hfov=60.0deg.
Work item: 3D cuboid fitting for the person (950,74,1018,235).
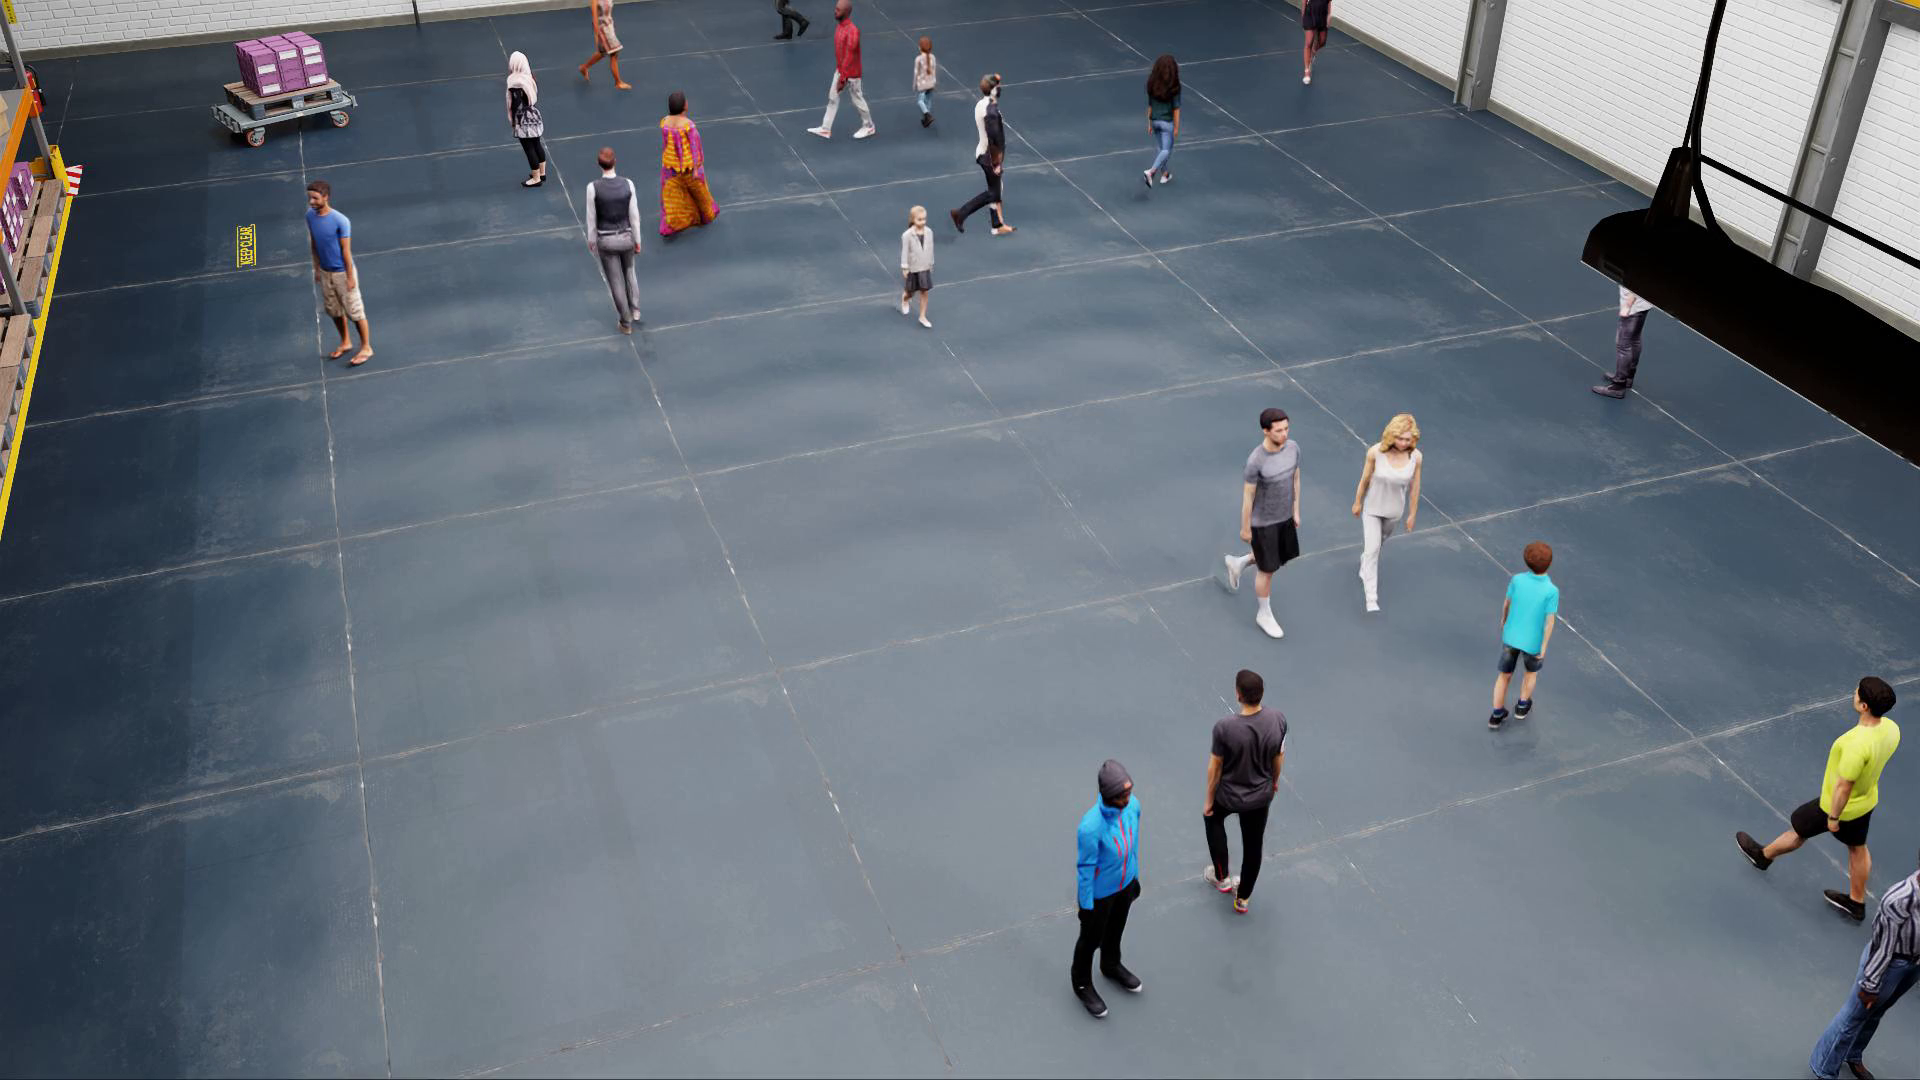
[{"bbox_3d":[0.267,-4.292,18.727,0.911,1.877,1.037,-4,34,-6],"label":"person"}]

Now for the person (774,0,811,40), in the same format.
[{"bbox_3d":[-2.565,-8.439,25.043,0.811,1.792,0.776,-6,34,-9],"label":"person"}]

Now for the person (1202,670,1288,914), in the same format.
[{"bbox_3d":[1.723,1.582,10.007,0.717,1.746,0.687,-5,34,-8],"label":"person"}]

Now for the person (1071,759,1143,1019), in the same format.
[{"bbox_3d":[0.816,1.934,9.433,0.692,1.797,0.700,-28,43,-35],"label":"person"}]

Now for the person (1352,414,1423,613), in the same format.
[{"bbox_3d":[3.305,-0.300,12.953,0.887,1.620,1.166,2,34,3],"label":"person"}]

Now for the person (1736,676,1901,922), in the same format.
[{"bbox_3d":[5.443,1.603,10.054,0.787,1.660,1.130,-18,38,-25],"label":"person"}]

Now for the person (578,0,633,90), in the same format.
[{"bbox_3d":[-5.046,-7.107,23.191,1.019,1.623,1.067,7,34,10],"label":"person"}]

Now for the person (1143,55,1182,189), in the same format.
[{"bbox_3d":[2.415,-5.010,20.061,0.994,1.595,1.004,19,38,26],"label":"person"}]

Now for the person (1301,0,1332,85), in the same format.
[{"bbox_3d":[5.017,-7.372,23.454,0.768,1.774,0.965,3,34,4],"label":"person"}]

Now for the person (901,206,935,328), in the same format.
[{"bbox_3d":[-0.457,-2.828,17.076,0.538,1.266,0.713,-14,36,-20],"label":"person"}]

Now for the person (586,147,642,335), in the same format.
[{"bbox_3d":[-3.438,-2.974,16.701,0.681,1.924,0.703,-14,36,-20],"label":"person"}]

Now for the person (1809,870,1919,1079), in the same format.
[{"bbox_3d":[4.975,2.287,8.904,0.664,1.795,0.583,-17,37,-24],"label":"person"}]

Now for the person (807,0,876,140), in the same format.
[{"bbox_3d":[-1.353,-6.042,21.444,0.827,1.784,1.110,-16,37,-23],"label":"person"}]

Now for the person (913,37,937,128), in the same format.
[{"bbox_3d":[-0.442,-6.013,21.938,0.551,1.189,0.664,-18,38,-25],"label":"person"}]

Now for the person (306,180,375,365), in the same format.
[{"bbox_3d":[-6.087,-2.644,16.260,0.732,1.863,0.788,14,36,19],"label":"person"}]

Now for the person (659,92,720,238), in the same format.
[{"bbox_3d":[-3.194,-4.247,18.847,1.171,1.669,1.210,16,37,22],"label":"person"}]

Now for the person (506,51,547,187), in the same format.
[{"bbox_3d":[-5.257,-5.113,20.179,0.807,1.637,0.721,6,34,9],"label":"person"}]

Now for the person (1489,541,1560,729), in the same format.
[{"bbox_3d":[3.929,0.709,11.616,0.718,1.420,0.764,27,42,34],"label":"person"}]

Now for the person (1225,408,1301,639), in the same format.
[{"bbox_3d":[2.296,-0.205,12.608,0.813,1.844,1.075,-19,38,-26],"label":"person"}]
